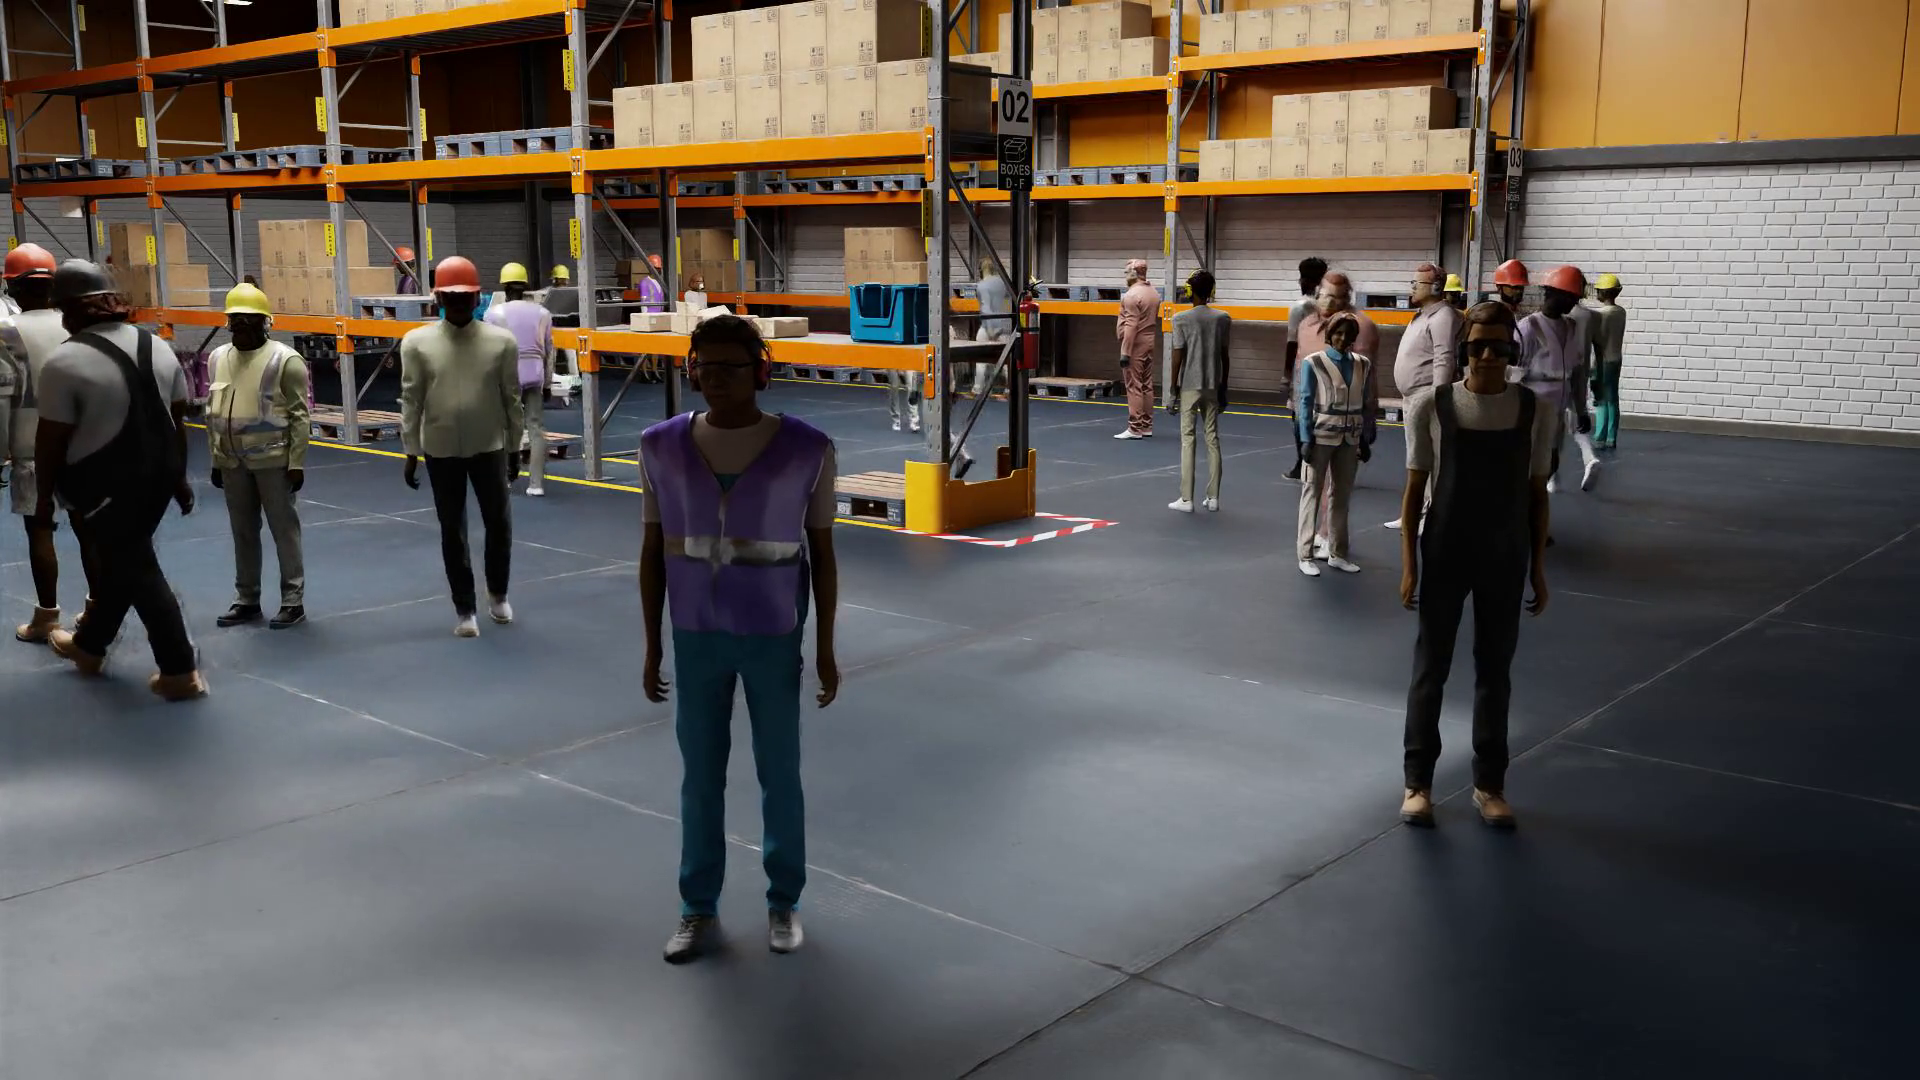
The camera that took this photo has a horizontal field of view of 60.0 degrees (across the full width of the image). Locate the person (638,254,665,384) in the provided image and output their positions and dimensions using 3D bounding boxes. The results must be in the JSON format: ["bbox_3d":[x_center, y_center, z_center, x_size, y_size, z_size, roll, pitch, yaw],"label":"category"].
[{"bbox_3d":[-4.552,-3.285,24.827,0.408,1.930,0.547,4,11,23],"label":"person"}]

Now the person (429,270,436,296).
[{"bbox_3d":[-7.910,-3.226,25.129,0.316,1.695,0.542,4,11,21],"label":"person"}]

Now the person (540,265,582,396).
[{"bbox_3d":[-5.442,-2.842,22.692,0.598,1.780,0.936,-6,12,-32],"label":"person"}]

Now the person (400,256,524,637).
[{"bbox_3d":[-2.589,-0.477,8.672,0.628,1.979,0.428,-3,10,-18],"label":"person"}]

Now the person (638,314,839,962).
[{"bbox_3d":[-0.620,0.294,4.745,0.590,1.853,0.440,1,10,5],"label":"person"}]

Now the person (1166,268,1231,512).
[{"bbox_3d":[1.832,-1.146,12.793,0.510,1.872,0.328,-3,11,-18],"label":"person"}]

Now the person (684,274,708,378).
[{"bbox_3d":[-4.095,-3.322,25.878,0.277,1.629,0.496,7,12,34],"label":"person"}]

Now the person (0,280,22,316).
[{"bbox_3d":[-10.540,-2.180,18.771,0.404,1.837,0.595,2,10,13],"label":"person"}]

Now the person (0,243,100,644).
[{"bbox_3d":[-4.699,-0.489,8.558,0.373,2.043,0.614,7,12,33],"label":"person"}]

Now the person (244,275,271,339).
[{"bbox_3d":[-10.263,-3.016,24.107,0.498,1.634,0.278,-9,13,-41],"label":"person"}]

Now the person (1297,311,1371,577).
[{"bbox_3d":[2.321,-0.598,10.332,0.513,1.638,0.313,-4,11,-23],"label":"person"}]

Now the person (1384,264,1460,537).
[{"bbox_3d":[3.254,-0.977,11.713,0.409,1.913,0.647,0,10,-2],"label":"person"}]

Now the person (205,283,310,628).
[{"bbox_3d":[-3.760,-0.442,8.878,0.593,1.837,0.404,2,10,13],"label":"person"}]

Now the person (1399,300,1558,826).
[{"bbox_3d":[1.802,0.091,5.820,0.506,1.845,0.344,1,10,7],"label":"person"}]

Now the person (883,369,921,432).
[{"bbox_3d":[-0.638,-1.971,18.259,0.508,1.603,0.789,-2,10,-9],"label":"person"}]

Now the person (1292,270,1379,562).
[{"bbox_3d":[2.425,-0.809,10.864,0.582,1.870,0.733,-6,11,-29],"label":"person"}]

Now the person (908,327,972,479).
[{"bbox_3d":[-0.186,-1.269,14.200,0.413,1.623,0.513,6,11,29],"label":"person"}]

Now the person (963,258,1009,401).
[{"bbox_3d":[0.404,-2.779,22.029,0.925,1.887,0.645,7,12,34],"label":"person"}]

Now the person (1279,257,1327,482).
[{"bbox_3d":[3.049,-1.452,14.299,0.615,1.950,0.521,-8,13,-39],"label":"person"}]

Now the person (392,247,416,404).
[{"bbox_3d":[-7.082,-2.744,21.418,0.382,2.038,0.606,-9,13,-42],"label":"person"}]

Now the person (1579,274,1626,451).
[{"bbox_3d":[6.457,-1.776,16.677,0.527,1.768,0.314,-9,13,-41],"label":"person"}]

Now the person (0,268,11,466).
[{"bbox_3d":[-9.010,-1.631,15.506,0.355,1.887,0.572,1,10,7],"label":"person"}]

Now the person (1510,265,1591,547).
[{"bbox_3d":[3.998,-0.884,11.216,0.540,1.905,0.558,-6,12,-32],"label":"person"}]

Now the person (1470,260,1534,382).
[{"bbox_3d":[3.956,-1.056,12.088,0.544,1.939,0.354,-3,10,-18],"label":"person"}]

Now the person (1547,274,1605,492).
[{"bbox_3d":[5.004,-1.274,13.614,0.566,1.843,0.635,0,10,-1],"label":"person"}]

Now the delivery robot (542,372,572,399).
[{"bbox_3d":[-5.229,-1.953,20.863,0.707,0.478,0.477,-3,10,-15],"label":"delivery robot"}]

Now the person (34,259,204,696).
[{"bbox_3d":[-3.885,-0.309,7.542,1.057,2.000,0.694,3,10,18],"label":"person"}]

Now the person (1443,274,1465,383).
[{"bbox_3d":[4.735,-1.698,16.231,0.523,1.769,0.319,-7,12,-35],"label":"person"}]

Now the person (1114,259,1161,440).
[{"bbox_3d":[1.859,-2.017,17.651,0.407,1.904,0.654,6,12,30],"label":"person"}]

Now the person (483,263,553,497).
[{"bbox_3d":[-3.661,-1.315,13.681,0.607,1.893,0.833,-7,12,-35],"label":"person"}]

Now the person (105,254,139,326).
[{"bbox_3d":[-12.615,-3.341,25.104,0.401,1.941,0.652,-3,10,-15],"label":"person"}]

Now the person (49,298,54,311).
[{"bbox_3d":[-11.069,-2.389,19.985,0.428,1.837,0.625,2,10,10],"label":"person"}]
